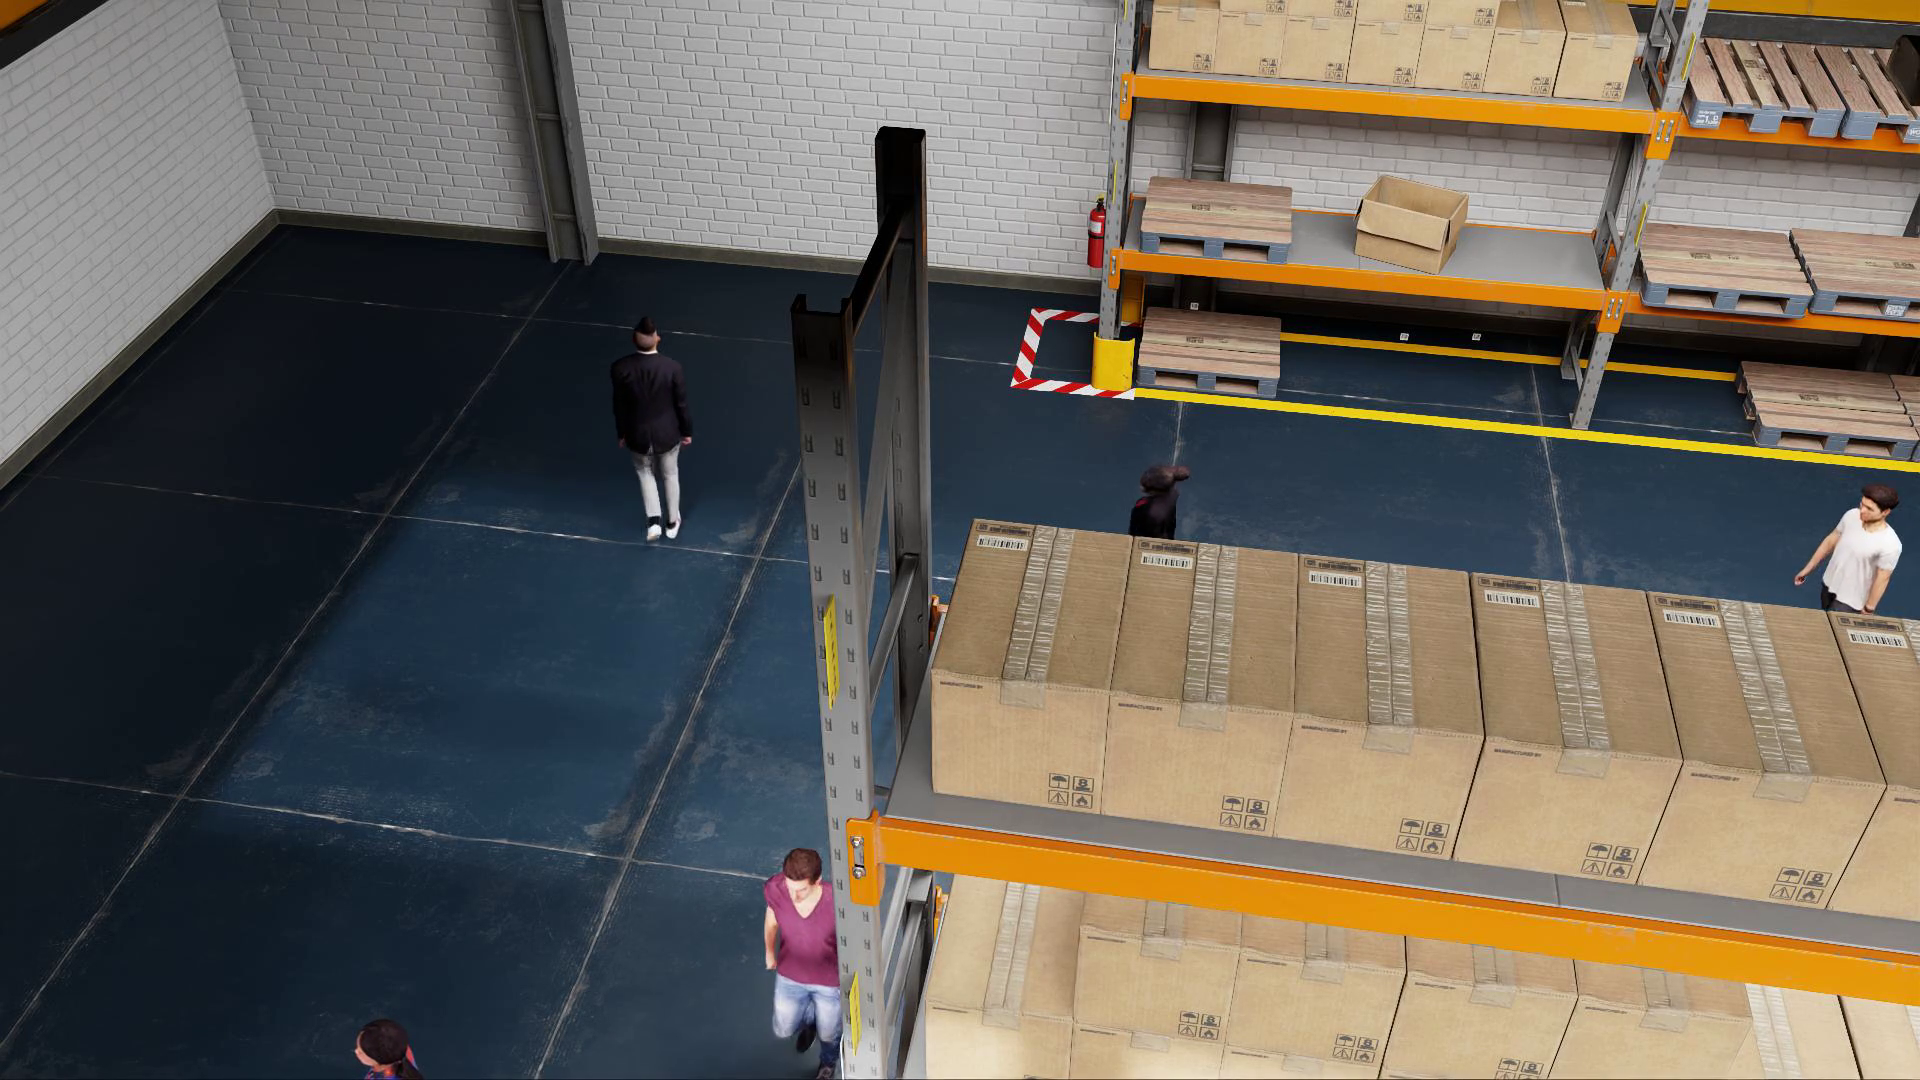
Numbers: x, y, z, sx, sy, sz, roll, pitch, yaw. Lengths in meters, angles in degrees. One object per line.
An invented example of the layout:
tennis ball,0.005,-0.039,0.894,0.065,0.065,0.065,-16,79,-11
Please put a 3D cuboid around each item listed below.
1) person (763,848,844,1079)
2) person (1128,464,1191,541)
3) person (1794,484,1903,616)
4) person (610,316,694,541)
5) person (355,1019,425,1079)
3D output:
person,-0.717,2.140,8.578,0.650,1.834,0.789,11,40,14
person,1.341,0.117,11.288,0.688,1.614,0.745,26,45,28
person,5.941,0.308,10.977,0.833,1.702,0.729,-3,39,-4
person,-2.239,-0.754,12.117,0.856,1.939,0.899,-4,39,-5
person,-2.561,2.804,7.821,0.653,1.741,0.660,-10,40,-12
